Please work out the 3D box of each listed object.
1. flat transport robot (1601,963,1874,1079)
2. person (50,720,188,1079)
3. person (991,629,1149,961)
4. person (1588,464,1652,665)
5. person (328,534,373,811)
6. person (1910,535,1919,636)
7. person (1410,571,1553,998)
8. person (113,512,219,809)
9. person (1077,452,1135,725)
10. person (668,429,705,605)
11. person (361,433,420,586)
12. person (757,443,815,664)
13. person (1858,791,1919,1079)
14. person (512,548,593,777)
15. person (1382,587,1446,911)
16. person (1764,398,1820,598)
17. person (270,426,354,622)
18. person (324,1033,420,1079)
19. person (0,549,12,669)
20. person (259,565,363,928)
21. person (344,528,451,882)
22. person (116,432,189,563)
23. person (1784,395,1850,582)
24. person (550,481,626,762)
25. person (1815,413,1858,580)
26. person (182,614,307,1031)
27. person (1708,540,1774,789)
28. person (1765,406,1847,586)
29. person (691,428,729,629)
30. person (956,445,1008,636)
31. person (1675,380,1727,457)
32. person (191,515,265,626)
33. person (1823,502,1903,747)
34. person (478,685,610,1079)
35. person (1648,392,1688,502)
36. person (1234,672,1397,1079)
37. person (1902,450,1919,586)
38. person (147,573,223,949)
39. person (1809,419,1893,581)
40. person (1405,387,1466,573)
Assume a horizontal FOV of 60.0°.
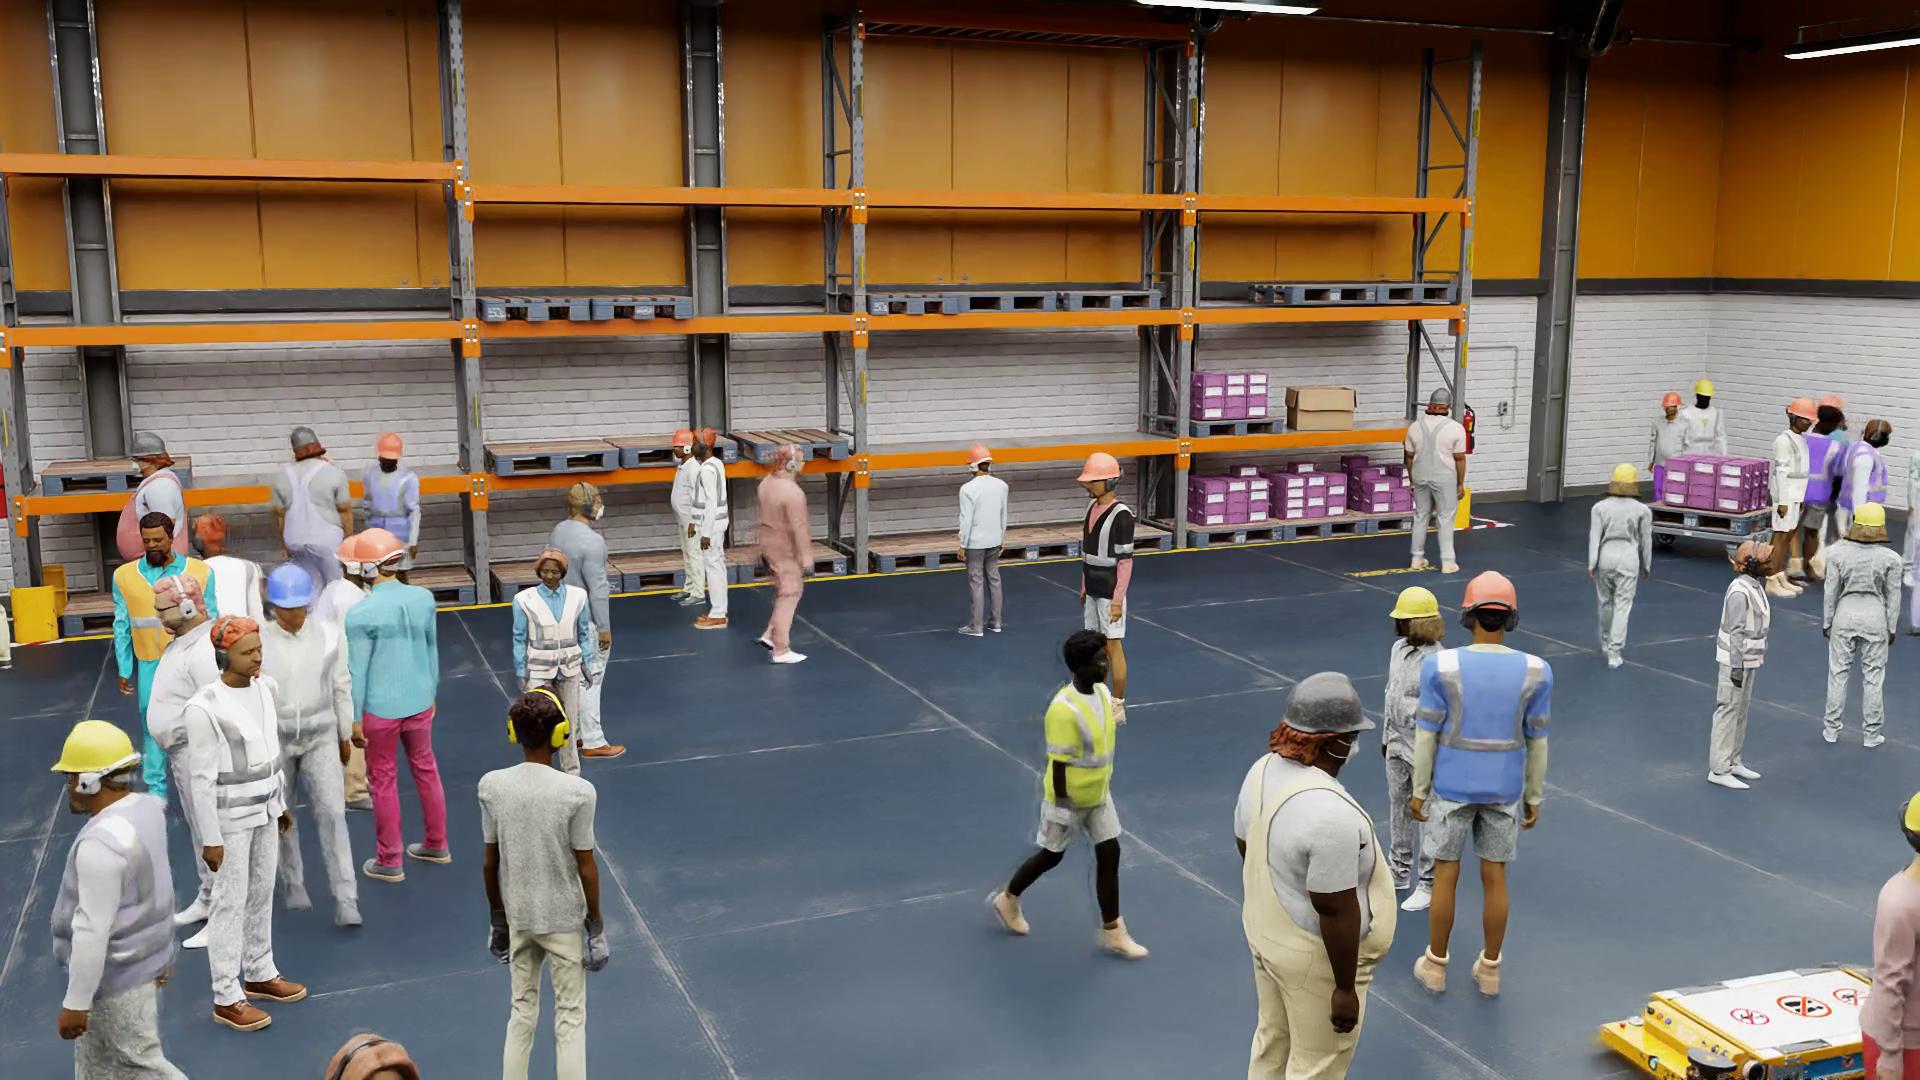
[{"bbox_3d":[3.603,2.131,7.229,1.431,0.197,0.652,-3,10,-18],"label":"flat transport robot"},{"bbox_3d":[-3.096,1.557,6.162,0.694,1.825,0.608,-3,10,-16],"label":"person"},{"bbox_3d":[0.535,1.243,8.328,0.828,1.670,0.541,7,12,35],"label":"person"},{"bbox_3d":[5.656,0.197,14.269,0.496,1.698,0.830,5,11,27],"label":"person"},{"bbox_3d":[-3.786,0.826,10.506,0.346,1.746,0.577,-3,10,-14],"label":"person"},{"bbox_3d":[9.033,0.017,15.147,0.738,1.736,0.553,-3,10,-16],"label":"person"},{"bbox_3d":[2.435,1.153,7.829,0.607,2.030,0.405,0,10,3],"label":"person"},{"bbox_3d":[-4.924,0.764,10.363,0.599,1.917,0.376,-3,10,-16],"label":"person"},{"bbox_3d":[1.043,0.367,12.297,0.382,2.041,0.609,-4,11,-23],"label":"person"},{"bbox_3d":[-2.723,-0.232,16.578,0.329,1.751,0.566,-4,11,-23],"label":"person"},{"bbox_3d":[-5.157,-0.047,15.130,0.575,1.880,0.645,0,10,3],"label":"person"},{"bbox_3d":[-1.454,0.122,14.128,0.431,1.890,0.679,-6,11,-30],"label":"person"},{"bbox_3d":[3.222,1.670,5.619,0.532,1.774,0.347,-9,13,-41],"label":"person"},{"bbox_3d":[-2.601,0.858,10.634,0.512,1.638,0.312,-7,12,-33],"label":"person"},{"bbox_3d":[2.418,1.104,8.914,0.300,1.742,0.488,-4,11,-23],"label":"person"},{"bbox_3d":[8.474,-0.433,16.933,0.392,2.033,0.605,9,13,41],"label":"person"},{"bbox_3d":[-5.640,-0.025,14.556,0.691,2.000,0.686,2,10,9],"label":"person"},{"bbox_3d":[-1.403,2.006,4.105,0.541,1.593,0.830,-9,13,-41],"label":"person"},{"bbox_3d":[-8.166,0.255,13.778,0.340,1.747,0.569,0,10,2],"label":"person"},{"bbox_3d":[-3.406,1.076,8.595,0.598,1.900,0.921,-6,11,-29],"label":"person"},{"bbox_3d":[-3.185,0.914,9.323,0.404,1.985,0.621,6,12,32],"label":"person"},{"bbox_3d":[-6.676,0.112,13.768,0.537,2.000,0.683,-4,11,-23],"label":"person"},{"bbox_3d":[8.999,-0.530,17.605,0.645,1.999,0.456,-2,10,-12],"label":"person"},{"bbox_3d":[-2.593,0.557,11.499,0.356,1.938,0.638,-8,13,-39],"label":"person"},{"bbox_3d":[9.421,-0.505,17.974,0.516,1.820,0.748,5,11,26],"label":"person"},{"bbox_3d":[-3.261,1.264,7.579,0.337,1.882,0.584,2,10,11],"label":"person"},{"bbox_3d":[5.134,0.810,10.934,0.312,1.634,0.514,7,12,36],"label":"person"},{"bbox_3d":[8.865,-0.458,17.425,0.690,1.918,0.441,6,12,31],"label":"person"},{"bbox_3d":[-2.332,-0.113,15.516,0.337,1.882,0.585,0,10,-1],"label":"person"},{"bbox_3d":[0.183,-0.002,15.256,0.576,1.747,0.337,-9,13,-42],"label":"person"},{"bbox_3d":[9.277,-1.031,20.734,0.596,1.906,0.729,-1,10,-4],"label":"person"},{"bbox_3d":[-4.815,0.743,10.764,1.027,1.820,0.586,6,11,29],"label":"person"},{"bbox_3d":[6.405,0.596,11.836,0.485,1.745,0.296,6,12,32],"label":"person"},{"bbox_3d":[-1.596,1.481,6.422,0.503,1.862,0.328,3,10,18],"label":"person"},{"bbox_3d":[8.962,-1.002,21.043,0.347,1.745,0.571,-7,12,-35],"label":"person"},{"bbox_3d":[1.302,1.459,6.005,0.538,2.000,0.689,-3,10,-15],"label":"person"},{"bbox_3d":[10.187,-0.371,17.434,0.484,1.735,0.310,0,10,2],"label":"person"},{"bbox_3d":[-3.888,1.106,8.449,0.408,1.903,0.638,-7,12,-34],"label":"person"},{"bbox_3d":[9.207,-0.356,17.149,0.661,1.814,0.645,5,11,29],"label":"person"},{"bbox_3d":[5.263,-0.674,18.294,0.682,2.000,0.535,9,13,42],"label":"person"}]
